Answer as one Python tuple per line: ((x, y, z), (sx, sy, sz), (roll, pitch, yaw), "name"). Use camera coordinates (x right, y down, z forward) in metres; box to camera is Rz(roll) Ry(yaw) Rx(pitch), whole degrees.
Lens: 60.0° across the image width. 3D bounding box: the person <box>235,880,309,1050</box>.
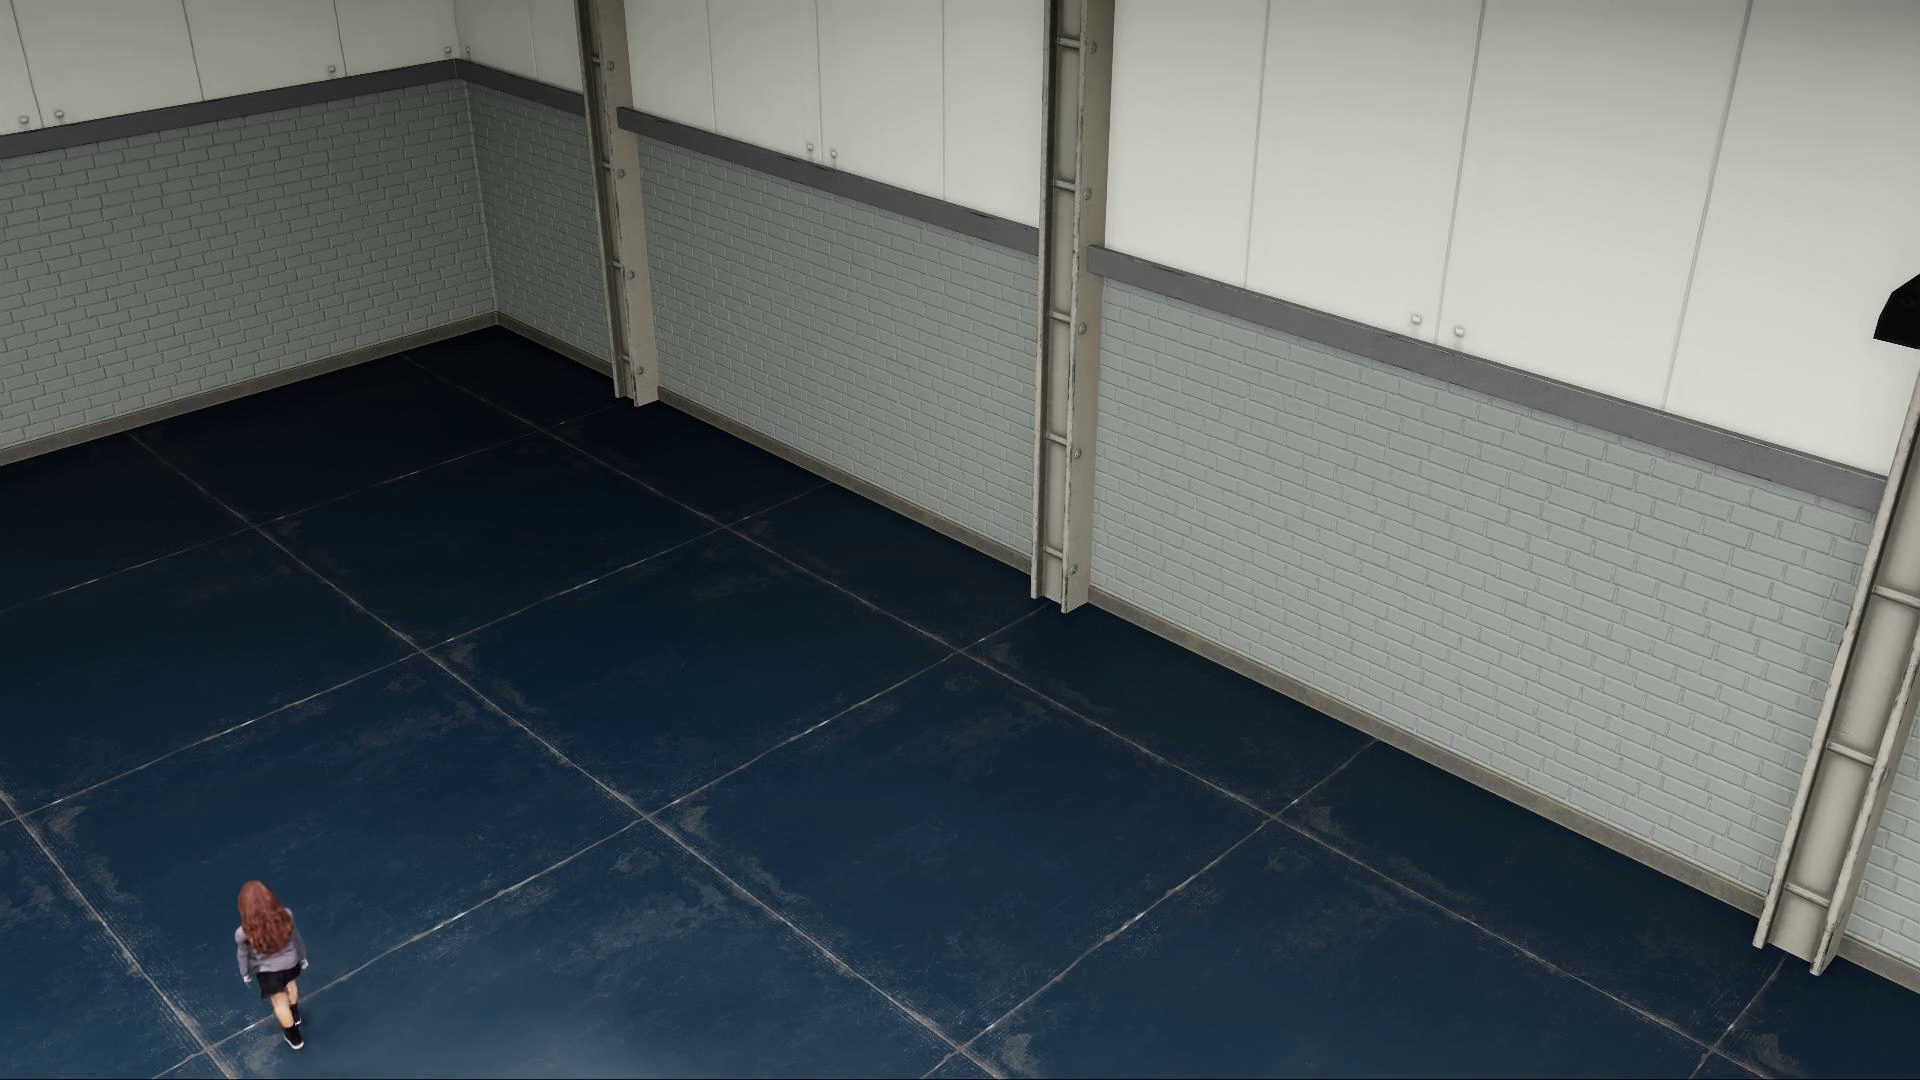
((-3.758, 2.355, 9.167), (0.497, 1.095, 0.570), (-23, 36, -36), "person")
